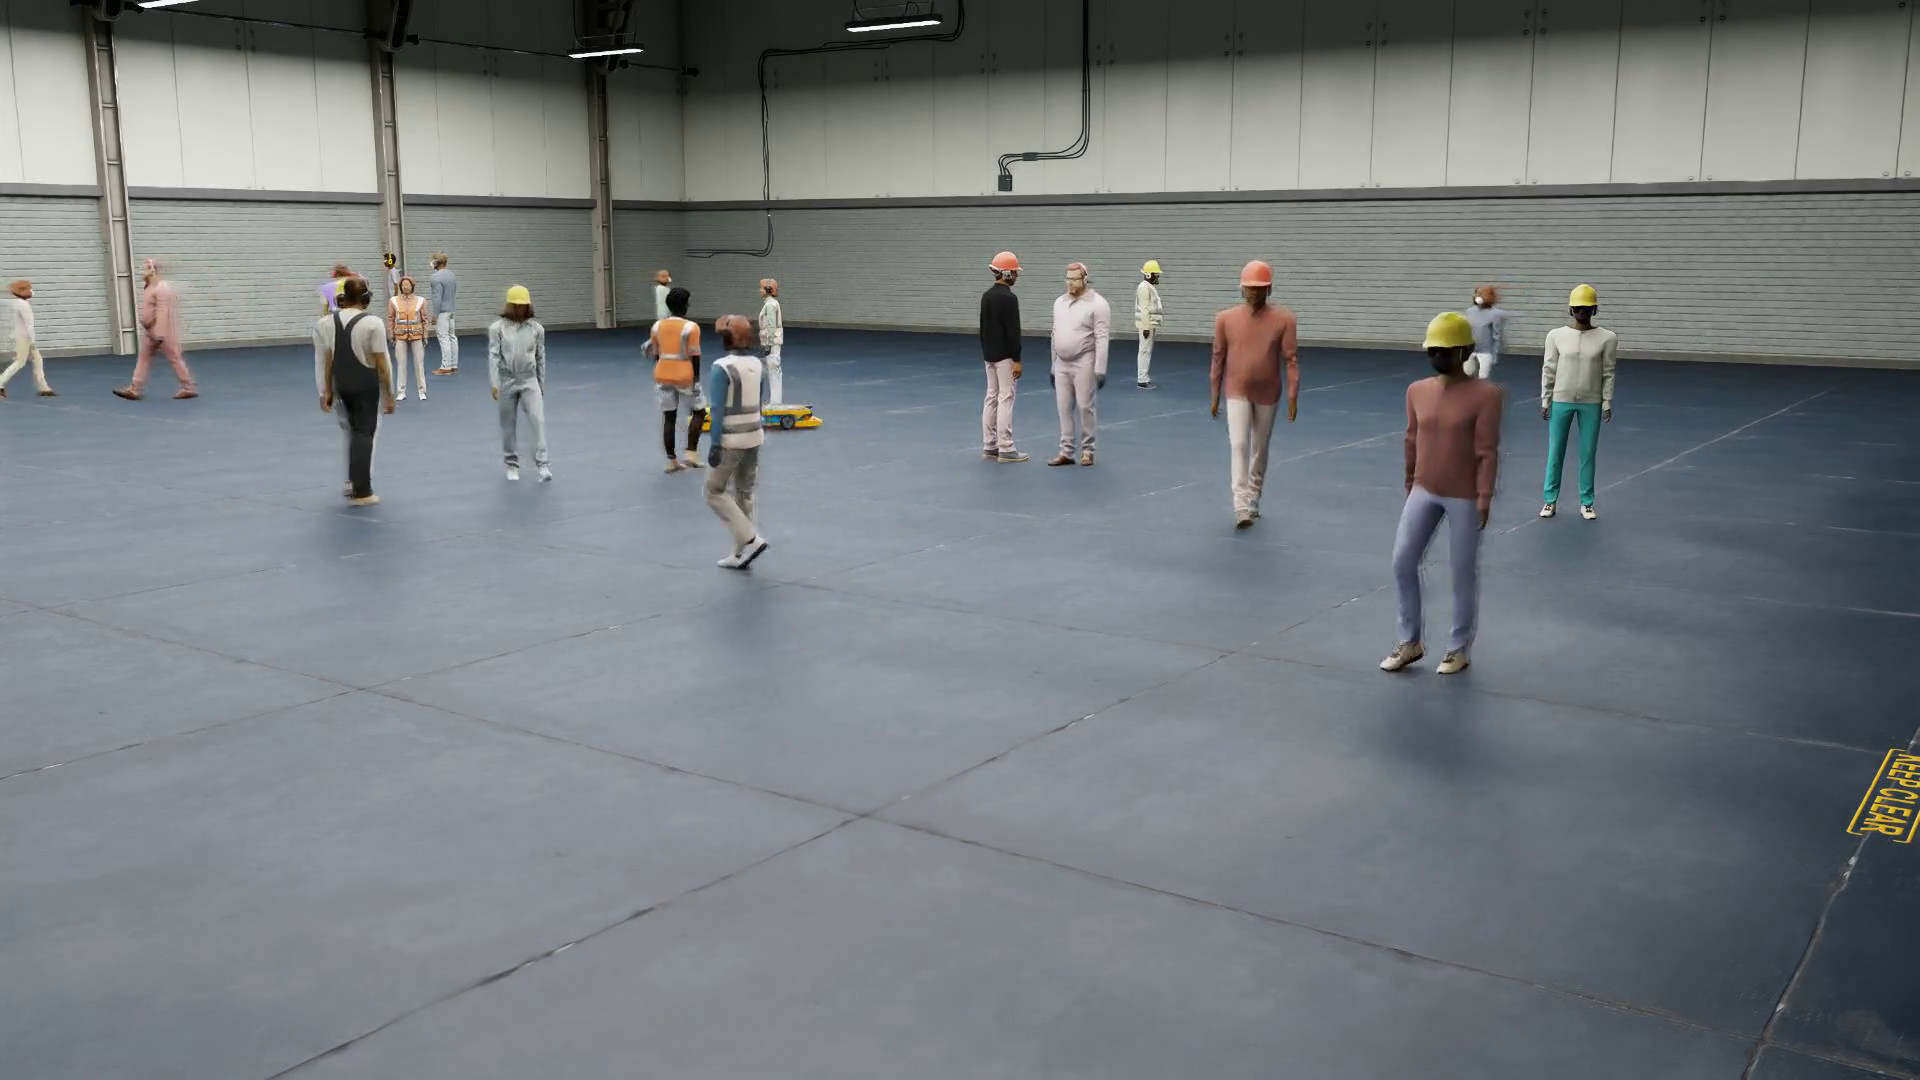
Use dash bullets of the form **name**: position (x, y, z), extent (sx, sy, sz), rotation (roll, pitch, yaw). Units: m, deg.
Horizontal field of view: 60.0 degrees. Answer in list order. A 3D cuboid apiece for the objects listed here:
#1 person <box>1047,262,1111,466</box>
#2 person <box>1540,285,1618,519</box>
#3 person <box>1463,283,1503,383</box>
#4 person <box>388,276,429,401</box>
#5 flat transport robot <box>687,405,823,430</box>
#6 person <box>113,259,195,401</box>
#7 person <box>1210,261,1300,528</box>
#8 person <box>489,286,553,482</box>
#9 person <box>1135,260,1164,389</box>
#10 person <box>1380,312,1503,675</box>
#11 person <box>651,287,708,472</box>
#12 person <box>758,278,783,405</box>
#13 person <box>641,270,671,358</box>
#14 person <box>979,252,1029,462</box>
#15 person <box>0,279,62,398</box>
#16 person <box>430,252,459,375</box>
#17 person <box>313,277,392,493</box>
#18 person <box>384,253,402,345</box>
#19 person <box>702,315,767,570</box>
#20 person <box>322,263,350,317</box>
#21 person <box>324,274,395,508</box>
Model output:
- **person**: position (1.096, -1.628, 15.517), extent (0.672, 1.912, 0.432), rotation (9, 13, 41)
- **person**: position (4.661, -1.036, 12.563), extent (0.525, 1.769, 0.315), rotation (3, 11, 17)
- **person**: position (5.942, -2.117, 18.988), extent (0.361, 1.621, 0.517), rotation (-7, 12, -33)
- **person**: position (-7.307, -2.671, 22.061), extent (0.514, 1.645, 0.308), rotation (-3, 10, -14)
- **flat transport robot**: position (-2.318, -1.392, 18.742), extent (1.431, 0.197, 0.652), rotation (-3, 11, -17)
- **person**: position (-10.675, -2.764, 21.981), extent (0.670, 1.852, 1.014), rotation (9, 14, 42)
- **person**: position (2.183, -1.077, 12.304), extent (0.641, 1.939, 1.017), rotation (1, 10, 6)
- **person**: position (-3.805, -1.329, 14.386), extent (0.505, 1.705, 0.869), rotation (-5, 11, -24)
- **person**: position (2.709, -3.078, 23.814), extent (0.403, 1.830, 0.600), rotation (2, 10, 13)
- **person**: position (2.302, -0.201, 7.939), extent (0.534, 1.751, 0.570), rotation (9, 14, 41)
- **person**: position (-2.545, -1.454, 15.151), extent (0.536, 1.683, 0.429), rotation (4, 11, 22)
- **person**: position (-2.349, -2.424, 20.687), extent (0.311, 1.642, 0.513), rotation (-1, 10, -3)
- **person**: position (-5.336, -4.005, 29.631), extent (0.606, 1.617, 0.507), rotation (1, 10, 8)
- **person**: position (0.415, -1.744, 15.886), extent (0.382, 1.993, 0.622), rotation (-5, 11, -28)
- **person**: position (-12.652, -2.705, 22.383), extent (0.806, 1.599, 0.509), rotation (-7, 12, -35)
- **person**: position (-8.161, -3.570, 26.287), extent (0.356, 1.937, 0.647), rotation (2, 10, 10)
- **person**: position (-5.053, -1.287, 13.867), extent (0.608, 1.805, 0.831), rotation (-1, 10, -7)
- **person**: position (-11.567, -4.907, 33.950), extent (0.331, 1.872, 0.513), rotation (-4, 11, -22)
- **person**: position (-1.402, -0.602, 10.493), extent (0.375, 1.626, 0.542), rotation (5, 11, 27)
- **person**: position (-9.036, -3.154, 24.366), extent (0.570, 1.797, 0.956), rotation (-2, 10, -12)
- **person**: position (-4.710, -1.168, 13.116), extent (0.553, 1.827, 0.475), rotation (3, 11, 17)
